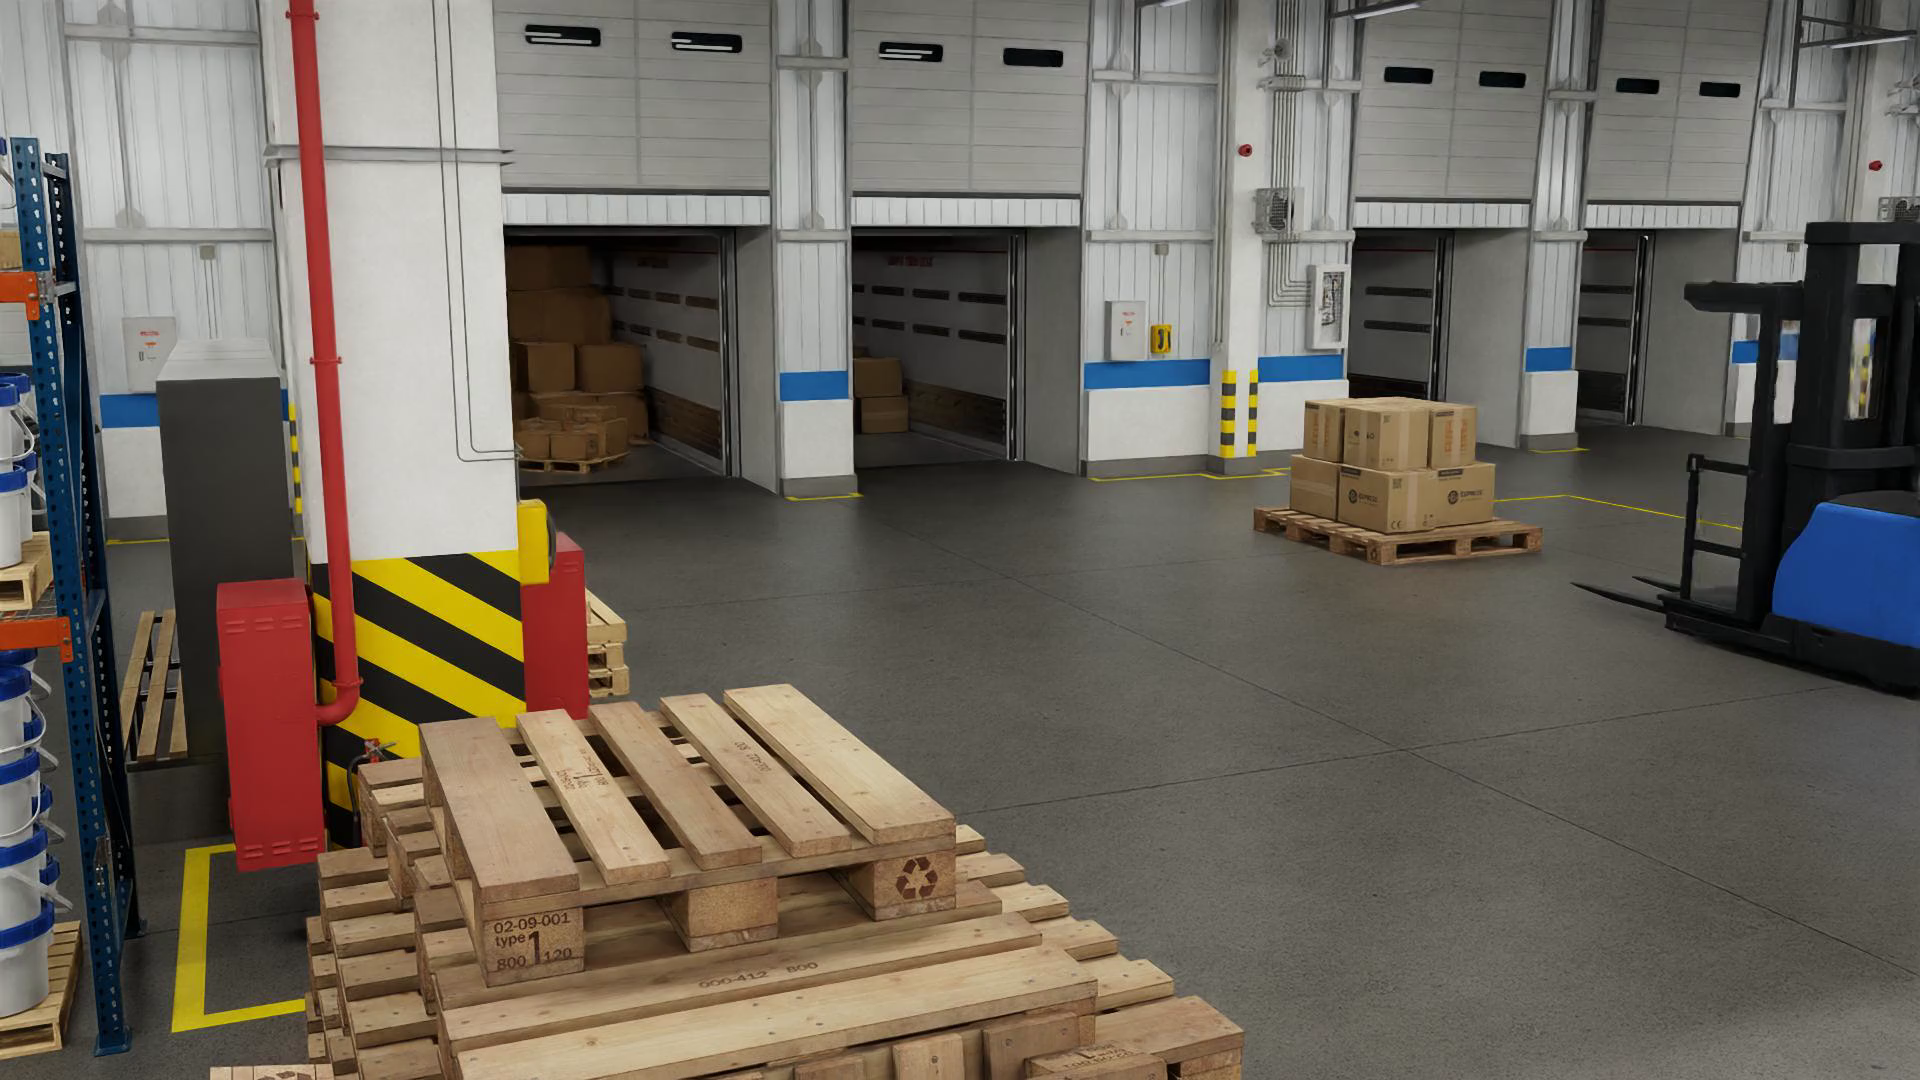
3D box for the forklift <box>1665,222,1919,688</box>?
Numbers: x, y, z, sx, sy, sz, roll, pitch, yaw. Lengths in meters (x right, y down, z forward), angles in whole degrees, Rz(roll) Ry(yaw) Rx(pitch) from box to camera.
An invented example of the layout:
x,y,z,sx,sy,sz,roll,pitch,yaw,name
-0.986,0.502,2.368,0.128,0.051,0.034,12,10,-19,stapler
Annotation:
x,y,z,sx,sy,sz,roll,pitch,yaw,name
5.764,-0.627,10.642,1.129,2.768,1.873,-4,11,-23,forklift
